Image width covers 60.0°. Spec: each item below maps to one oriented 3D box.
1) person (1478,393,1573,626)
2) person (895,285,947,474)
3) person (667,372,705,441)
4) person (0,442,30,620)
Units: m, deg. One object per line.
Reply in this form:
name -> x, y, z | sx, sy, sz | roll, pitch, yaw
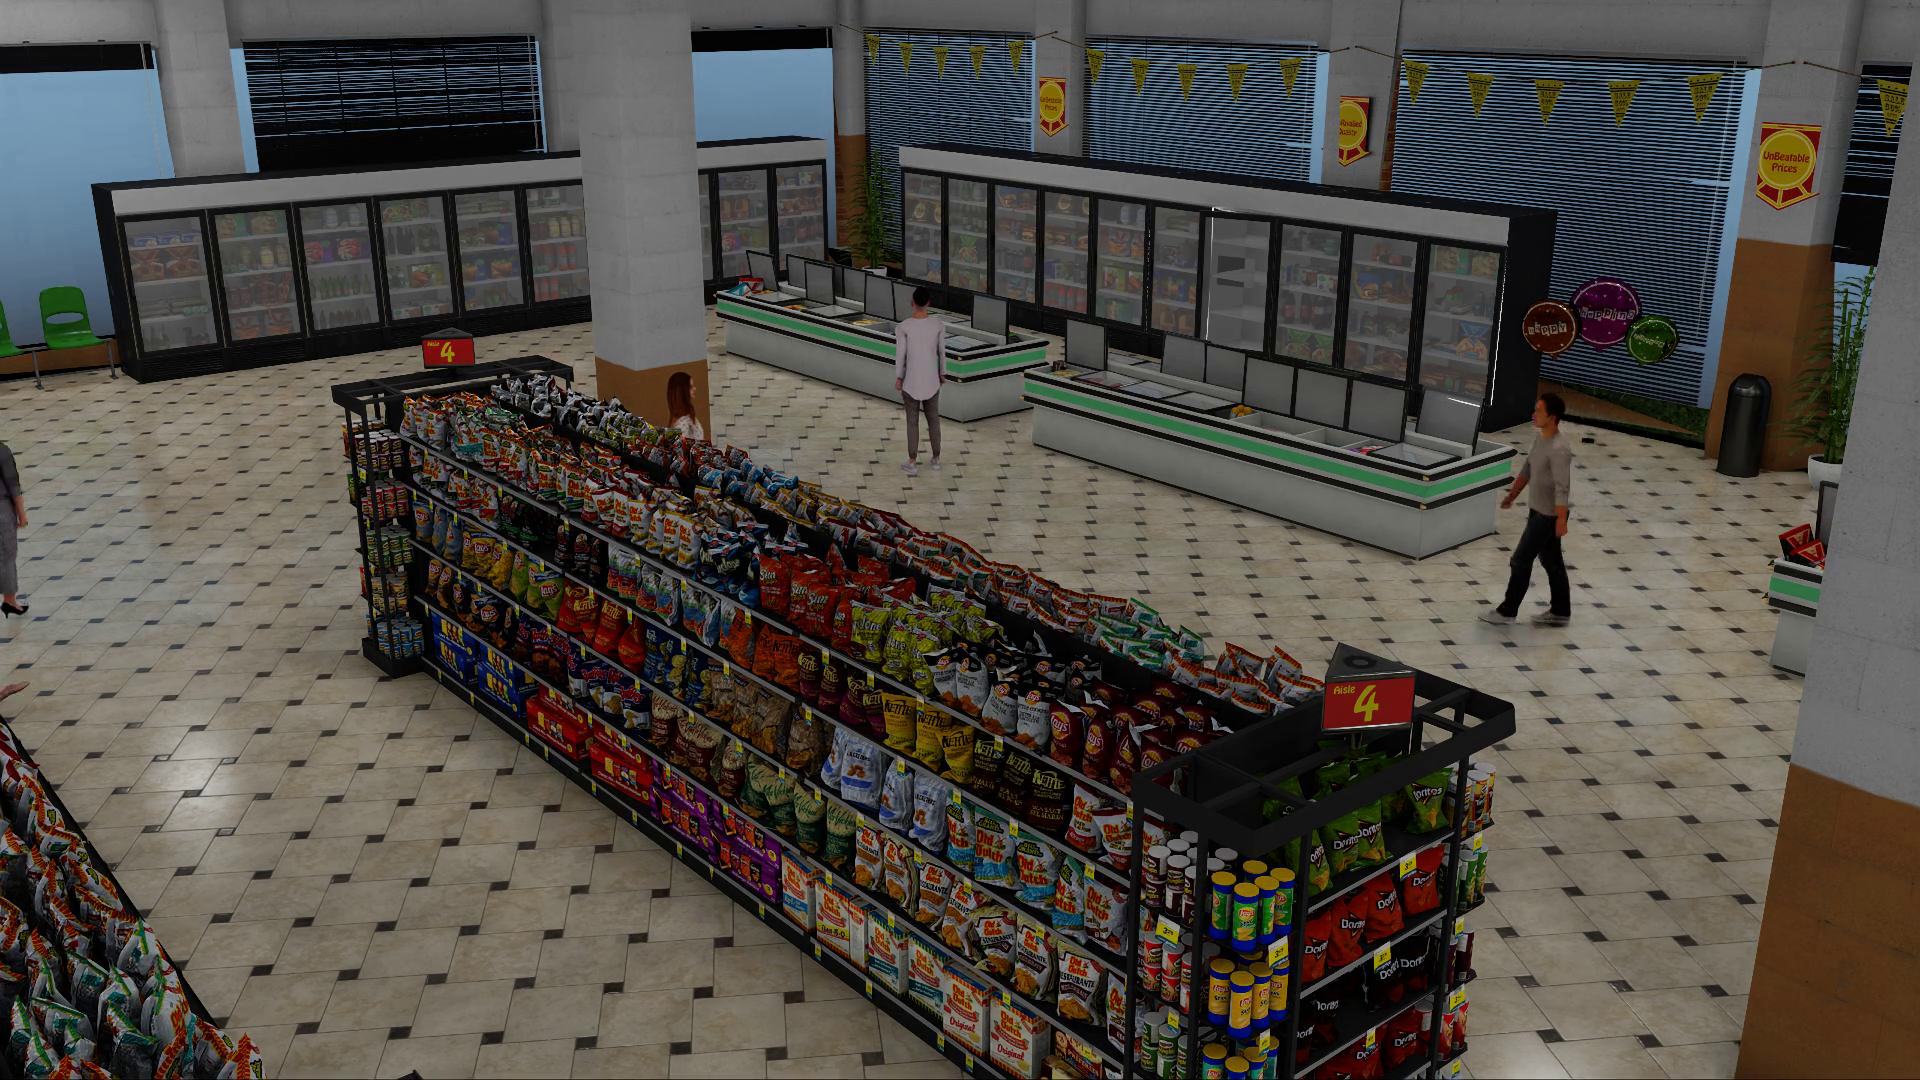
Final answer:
person -> 4.431, -0.196, 12.274 | 1.071, 1.781, 0.995 | 3, 19, 10
person -> -0.385, -1.581, 16.290 | 0.738, 1.840, 0.681 | -6, 20, -18
person -> -2.174, -0.492, 13.234 | 0.714, 1.729, 0.593 | -4, 19, -11
person -> -7.276, -0.181, 12.414 | 0.761, 1.663, 0.831 | 5, 19, 13
